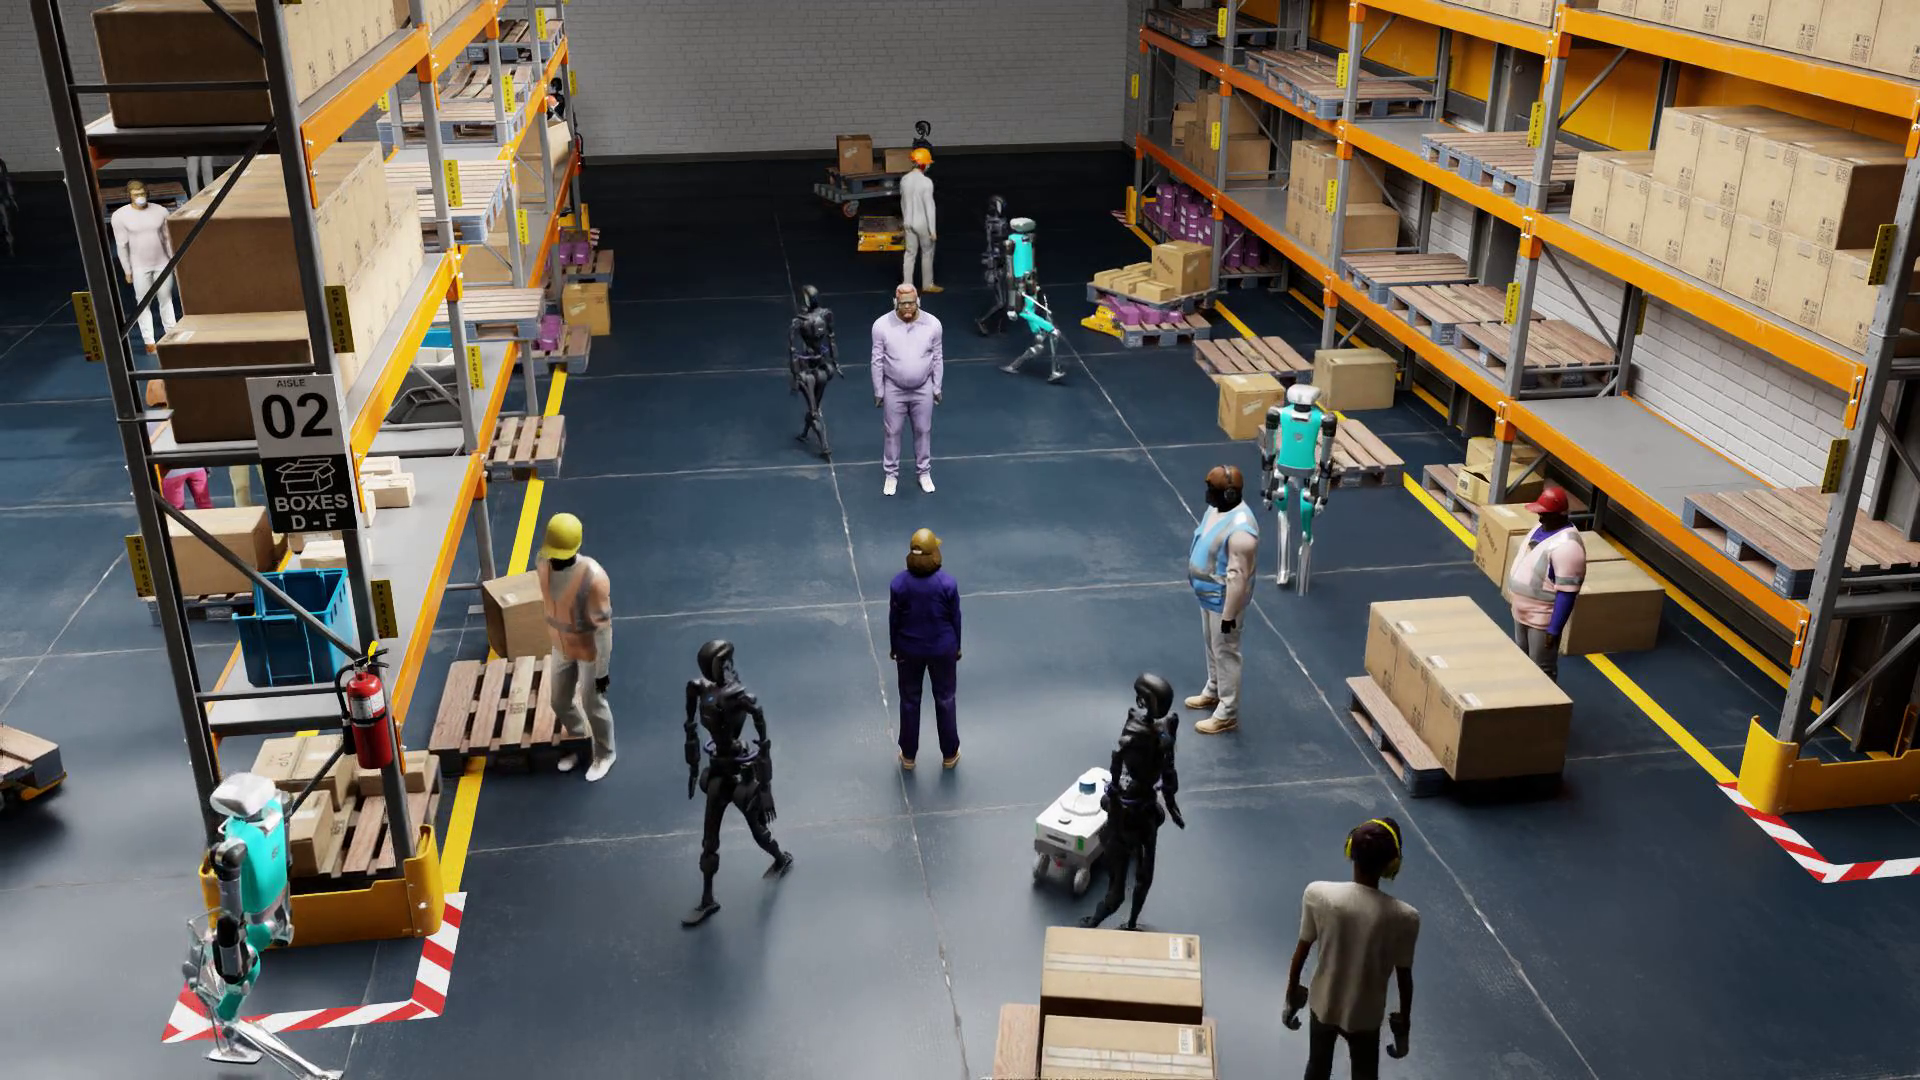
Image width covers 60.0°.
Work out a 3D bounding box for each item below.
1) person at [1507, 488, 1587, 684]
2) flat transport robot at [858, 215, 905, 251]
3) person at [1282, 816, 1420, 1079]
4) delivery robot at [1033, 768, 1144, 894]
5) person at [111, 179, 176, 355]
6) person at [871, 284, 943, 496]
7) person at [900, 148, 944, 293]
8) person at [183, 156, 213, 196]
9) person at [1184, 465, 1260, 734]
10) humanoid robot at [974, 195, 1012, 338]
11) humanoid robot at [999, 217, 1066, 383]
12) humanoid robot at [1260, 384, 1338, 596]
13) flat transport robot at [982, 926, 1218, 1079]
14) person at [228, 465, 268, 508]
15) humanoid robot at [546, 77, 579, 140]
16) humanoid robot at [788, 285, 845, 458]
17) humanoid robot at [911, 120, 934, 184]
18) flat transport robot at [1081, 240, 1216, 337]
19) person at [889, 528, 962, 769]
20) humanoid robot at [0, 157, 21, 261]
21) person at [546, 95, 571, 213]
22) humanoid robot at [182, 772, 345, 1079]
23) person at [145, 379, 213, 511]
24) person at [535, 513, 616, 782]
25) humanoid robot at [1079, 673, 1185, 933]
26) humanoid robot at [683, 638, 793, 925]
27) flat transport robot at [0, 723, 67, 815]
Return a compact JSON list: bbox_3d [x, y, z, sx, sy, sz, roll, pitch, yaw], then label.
[{"bbox_3d":[3.736,0.474,10.759,0.419,1.749,0.609,-2,24,-4],"label":"person"},{"bbox_3d":[-1.111,-4.354,23.598,0.659,0.231,1.431,-1,24,-2],"label":"flat transport robot"},{"bbox_3d":[1.635,2.036,7.087,0.560,1.845,0.539,14,27,29],"label":"person"},{"bbox_3d":[0.742,1.634,9.622,0.499,0.613,0.811,15,28,30],"label":"delivery robot"},{"bbox_3d":[-9.031,-3.051,18.555,0.627,1.940,0.372,-22,32,-40],"label":"person"},{"bbox_3d":[-0.458,-1.325,14.662,0.646,1.907,0.412,-4,24,-9],"label":"person"},{"bbox_3d":[-0.512,-3.944,20.675,0.644,1.855,0.649,16,29,33],"label":"person"},{"bbox_3d":[-11.635,-6.007,25.411,0.431,1.840,0.622,15,28,30],"label":"person"},{"bbox_3d":[1.701,0.371,10.889,0.429,1.836,0.626,-3,24,-6],"label":"person"},{"bbox_3d":[0.415,-3.141,19.102,0.430,1.645,0.616,9,25,19],"label":"humanoid robot"},{"bbox_3d":[0.866,-2.484,17.581,1.036,1.774,0.535,16,28,31],"label":"humanoid robot"},{"bbox_3d":[2.597,-0.379,12.801,0.539,1.846,0.781,7,25,16],"label":"humanoid robot"},{"bbox_3d":[0.639,2.748,7.418,1.431,0.231,0.659,2,24,5],"label":"flat transport robot"},{"bbox_3d":[-5.845,-0.789,13.638,0.561,1.743,0.341,-9,25,-20],"label":"person"},{"bbox_3d":[-6.548,-6.764,27.347,0.598,1.640,0.592,6,24,13],"label":"humanoid robot"},{"bbox_3d":[-1.317,-1.605,15.635,0.773,1.624,0.612,22,32,40],"label":"humanoid robot"},{"bbox_3d":[-0.535,-5.077,23.473,0.315,1.659,0.599,2,24,4],"label":"humanoid robot"},{"bbox_3d":[2.192,-2.694,19.816,1.431,0.231,0.659,-18,30,-36],"label":"flat transport robot"},{"bbox_3d":[-0.213,0.684,10.433,0.456,1.620,0.352,1,24,2],"label":"person"},{"bbox_3d":[-13.095,-4.617,22.479,0.680,1.637,0.589,22,32,40],"label":"humanoid robot"},{"bbox_3d":[-6.134,-5.830,25.110,0.333,1.749,0.574,-17,29,-34],"label":"person"},{"bbox_3d":[-3.376,1.837,7.675,1.030,1.726,0.543,3,24,8],"label":"humanoid robot"},{"bbox_3d":[-6.175,-0.521,13.179,0.276,1.628,0.501,21,31,39],"label":"person"},{"bbox_3d":[-2.332,0.662,10.160,0.619,1.879,0.526,14,27,28],"label":"person"},{"bbox_3d":[0.889,1.417,8.704,0.434,1.651,0.601,20,30,37],"label":"humanoid robot"},{"bbox_3d":[-1.234,1.280,9.089,0.610,1.635,0.790,13,27,28],"label":"humanoid robot"},{"bbox_3d":[-6.230,1.620,9.987,0.659,0.231,1.431,12,26,26],"label":"flat transport robot"}]
